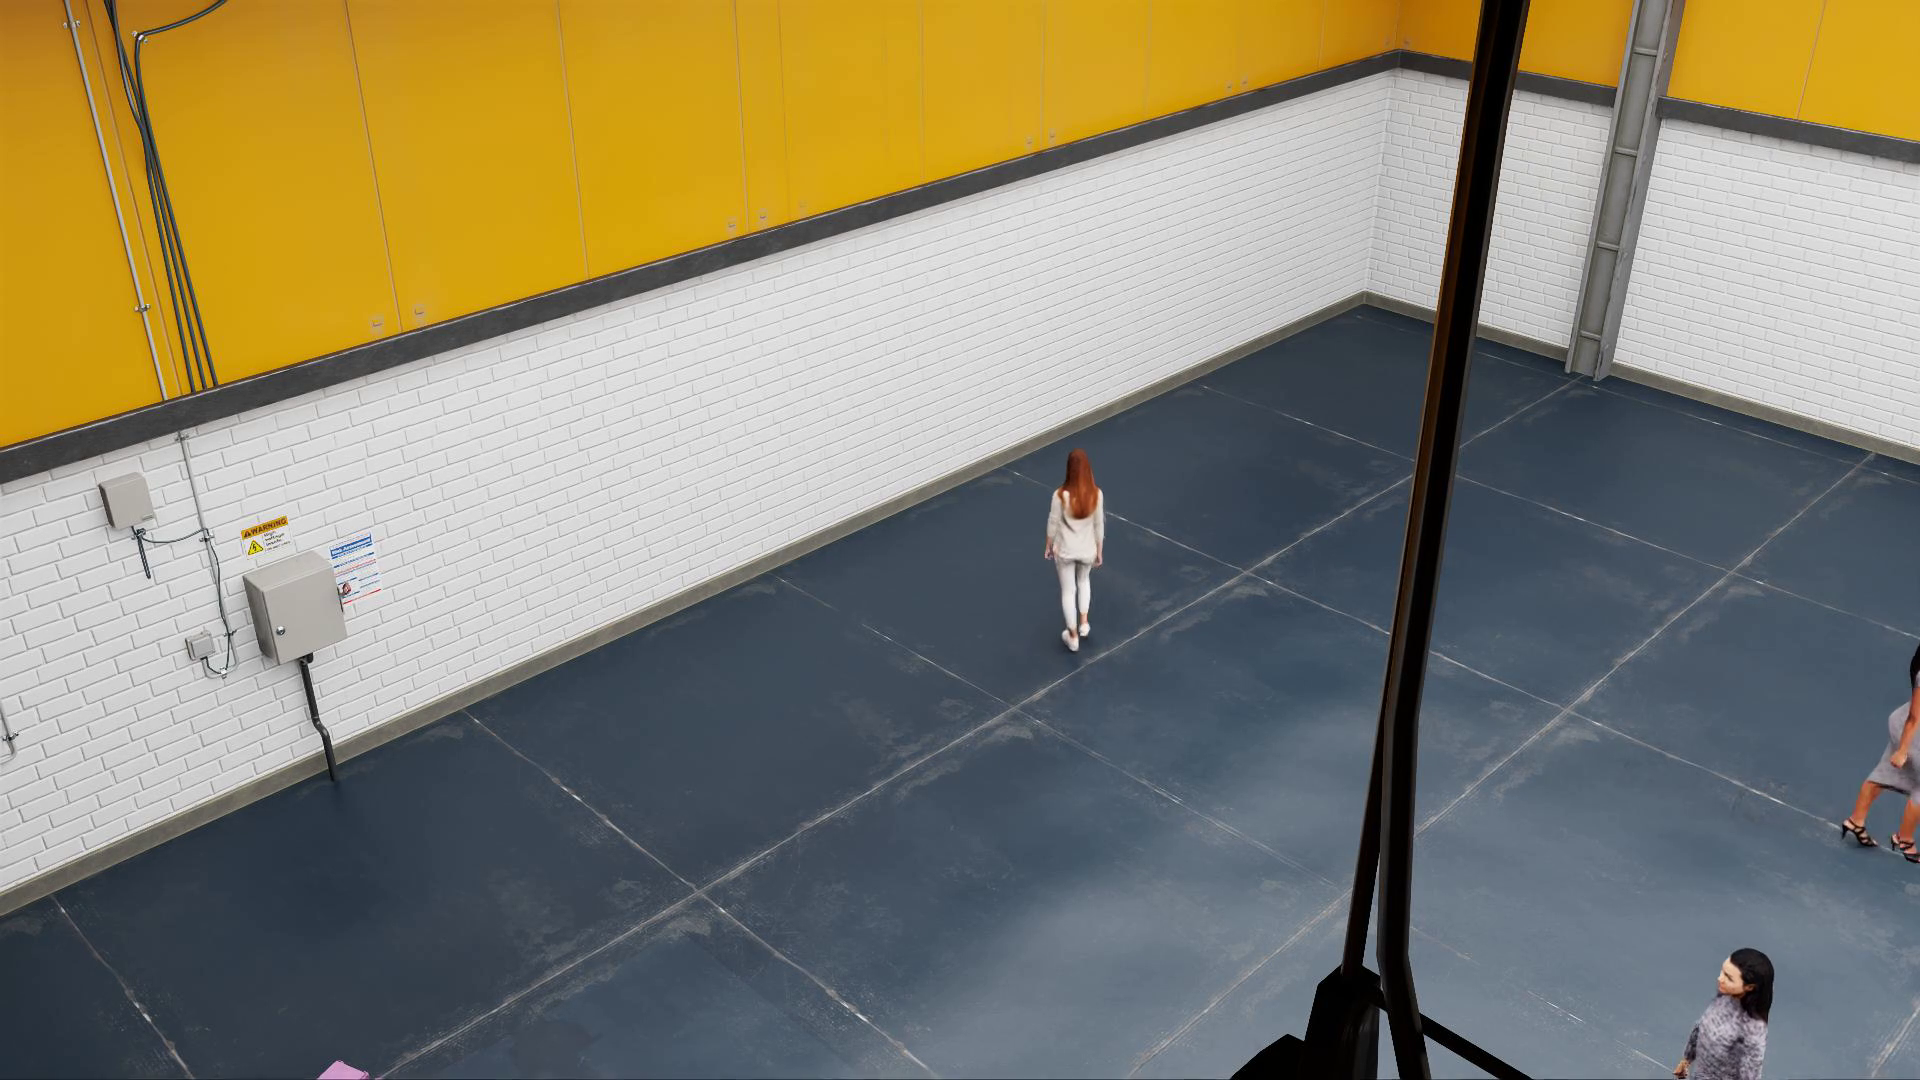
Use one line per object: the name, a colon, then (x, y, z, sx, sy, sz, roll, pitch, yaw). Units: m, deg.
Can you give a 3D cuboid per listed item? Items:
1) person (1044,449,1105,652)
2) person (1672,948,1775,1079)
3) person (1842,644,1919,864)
person: (0.922, 0.128, 13.050, 0.698, 1.693, 0.732, -7, 29, -12)
person: (3.845, 2.732, 8.249, 0.862, 1.718, 0.809, 2, 29, 4)
person: (6.090, 1.283, 10.855, 0.835, 1.765, 0.738, 14, 31, 23)
